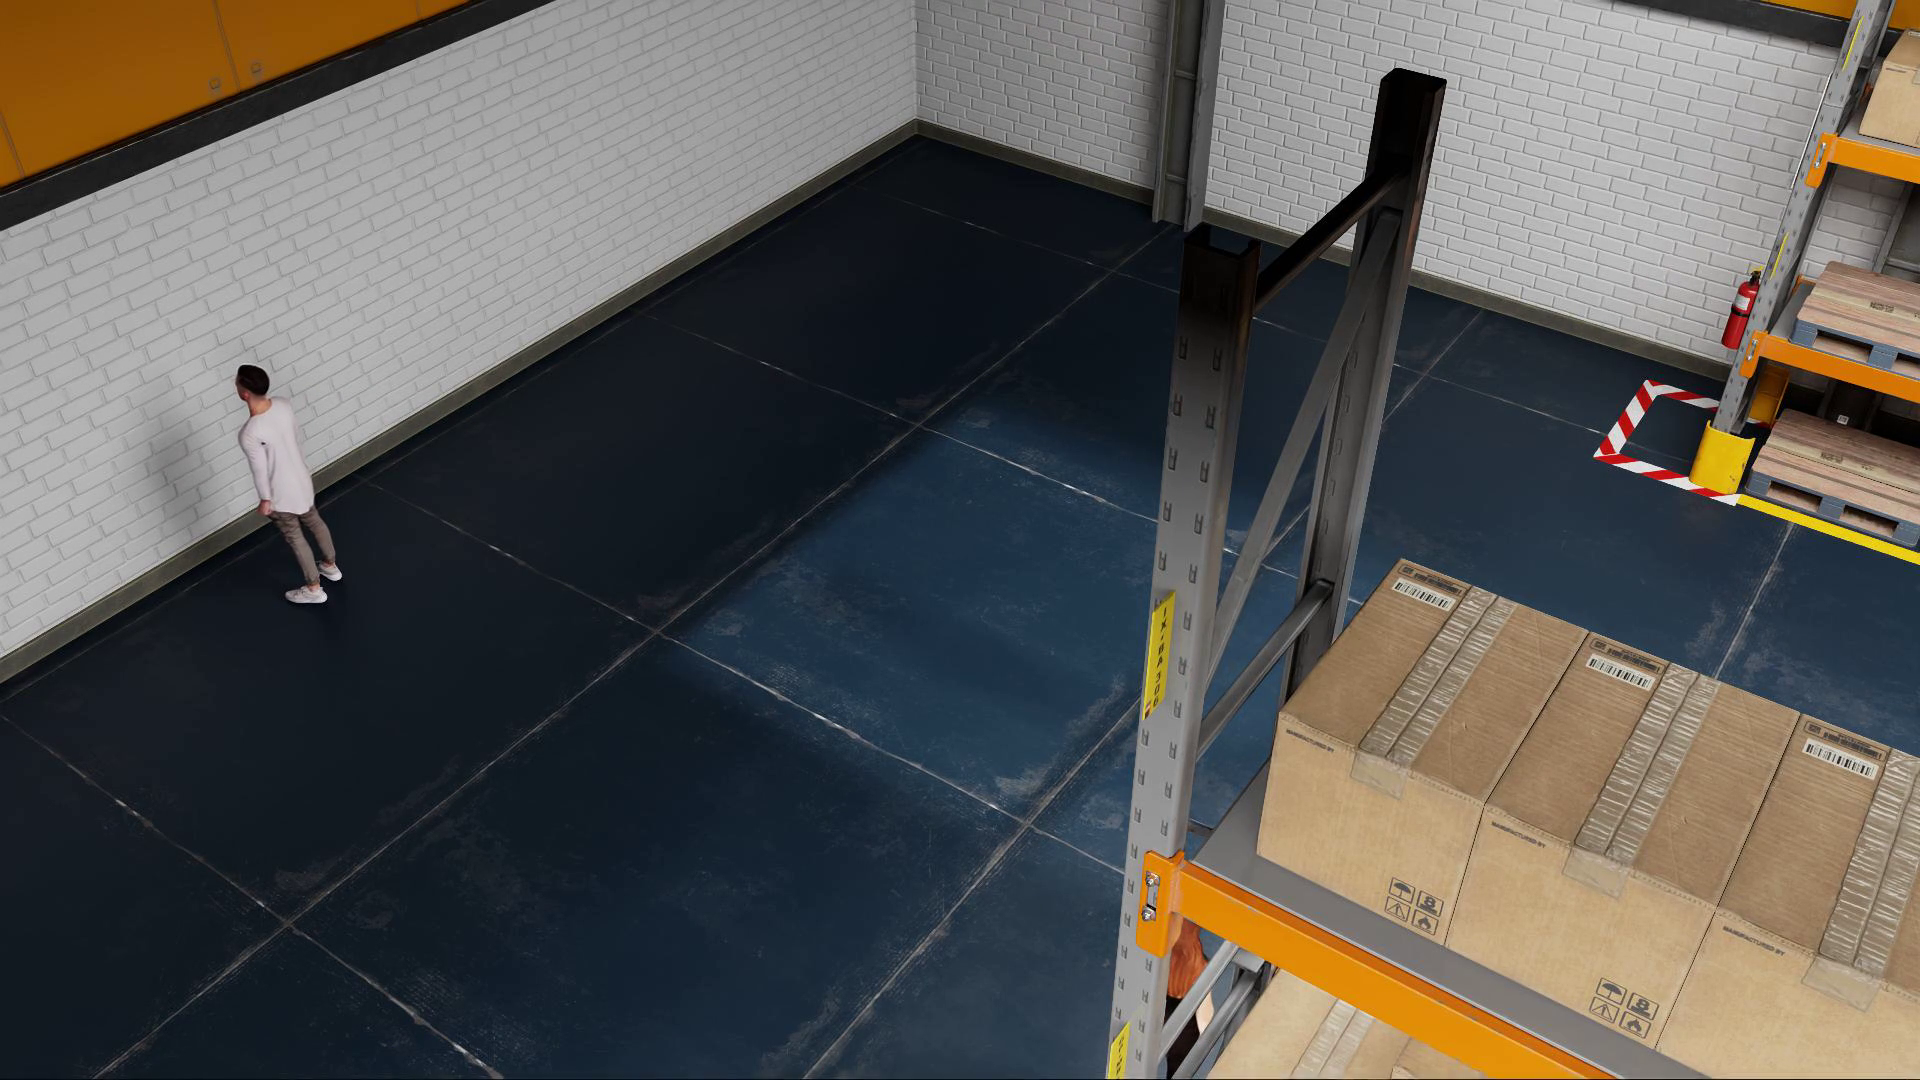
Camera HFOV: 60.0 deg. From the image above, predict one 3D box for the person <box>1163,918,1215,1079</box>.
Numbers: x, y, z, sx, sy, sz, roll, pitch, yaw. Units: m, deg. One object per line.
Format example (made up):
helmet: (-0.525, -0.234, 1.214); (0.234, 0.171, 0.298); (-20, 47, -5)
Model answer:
person: (0.966, 2.274, 7.806); (0.469, 1.722, 0.642); (28, 46, 31)

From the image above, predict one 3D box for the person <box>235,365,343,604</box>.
person: (-4.478, -0.381, 11.037); (0.699, 1.840, 0.736); (9, 39, 11)
